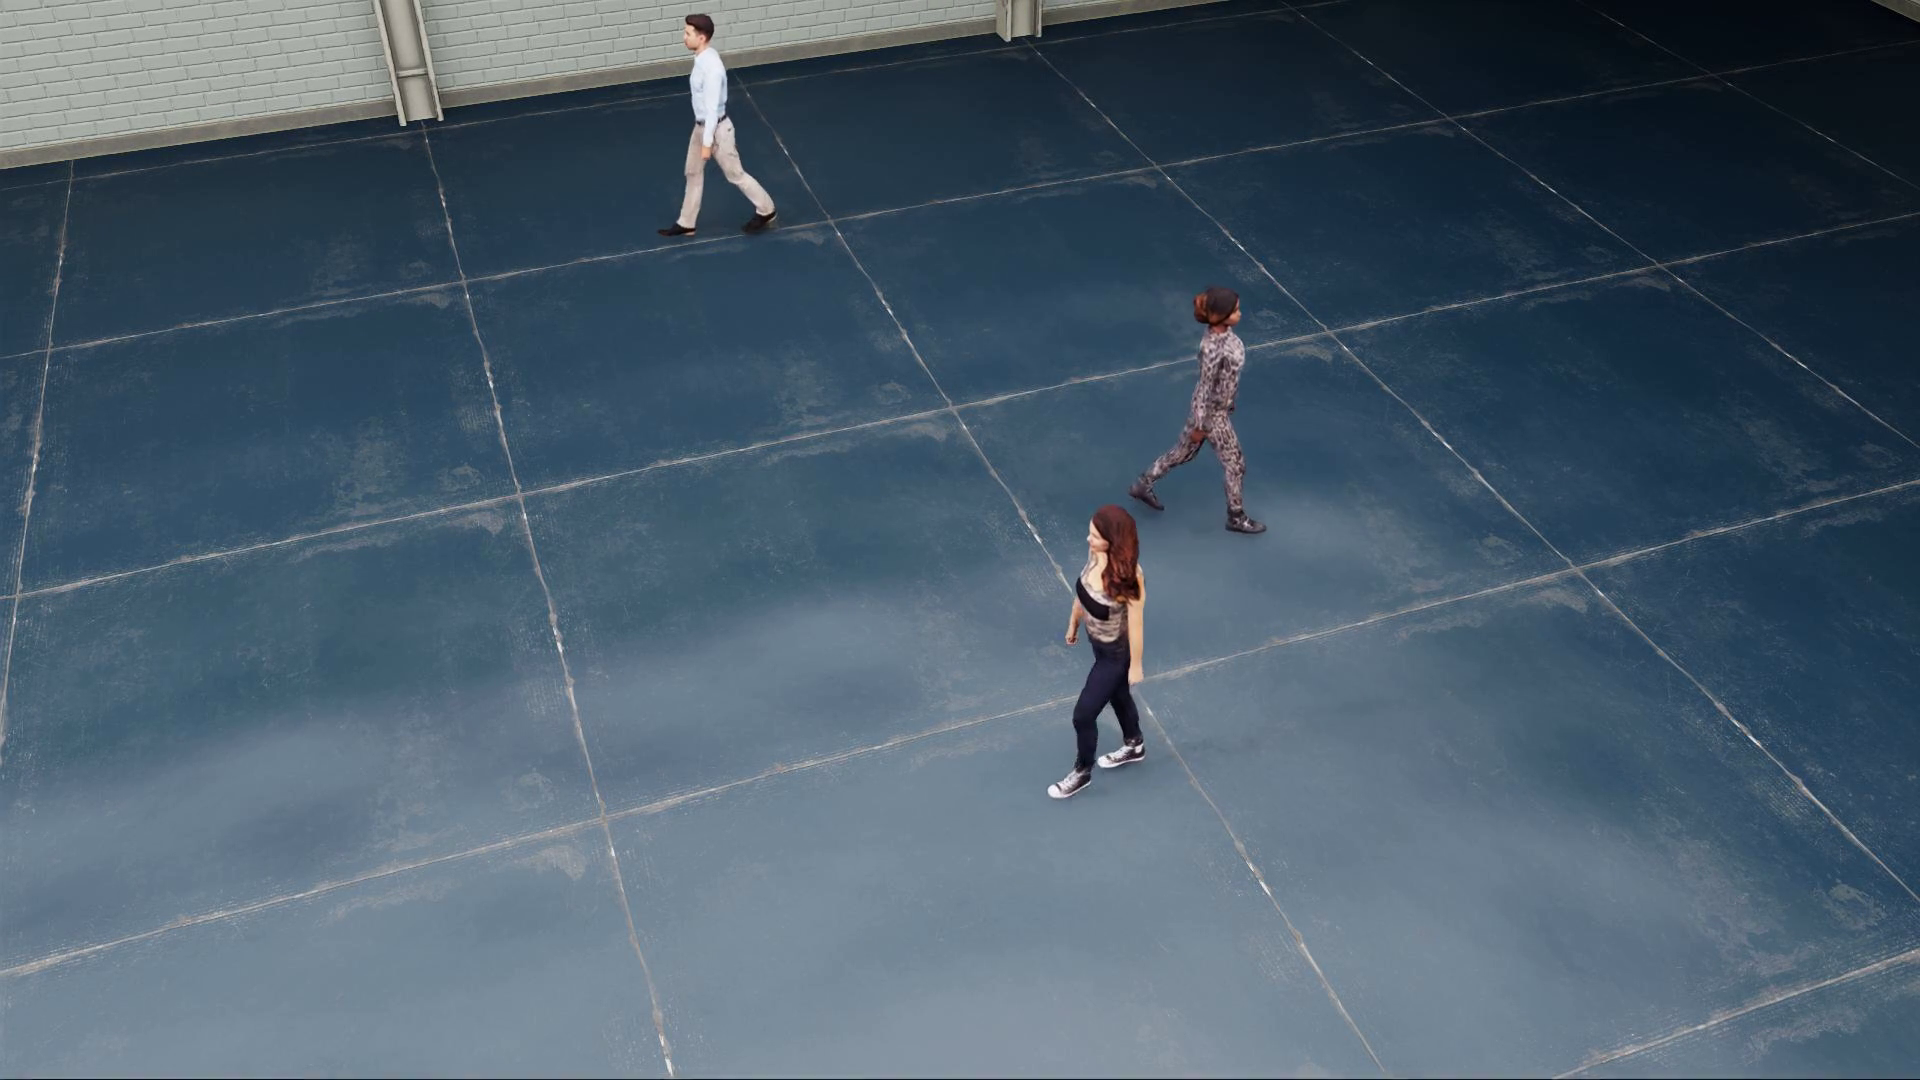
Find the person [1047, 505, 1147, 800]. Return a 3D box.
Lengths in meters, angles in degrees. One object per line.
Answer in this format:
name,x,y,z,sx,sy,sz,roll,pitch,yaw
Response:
person,0.843,0.530,8.371,0.845,1.741,0.635,-15,40,-18

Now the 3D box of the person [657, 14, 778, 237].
person,-1.858,-3.224,13.116,1.183,1.808,0.659,-13,40,-16

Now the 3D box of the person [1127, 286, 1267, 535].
person,1.433,-0.783,10.102,1.175,1.677,1.027,11,39,14
